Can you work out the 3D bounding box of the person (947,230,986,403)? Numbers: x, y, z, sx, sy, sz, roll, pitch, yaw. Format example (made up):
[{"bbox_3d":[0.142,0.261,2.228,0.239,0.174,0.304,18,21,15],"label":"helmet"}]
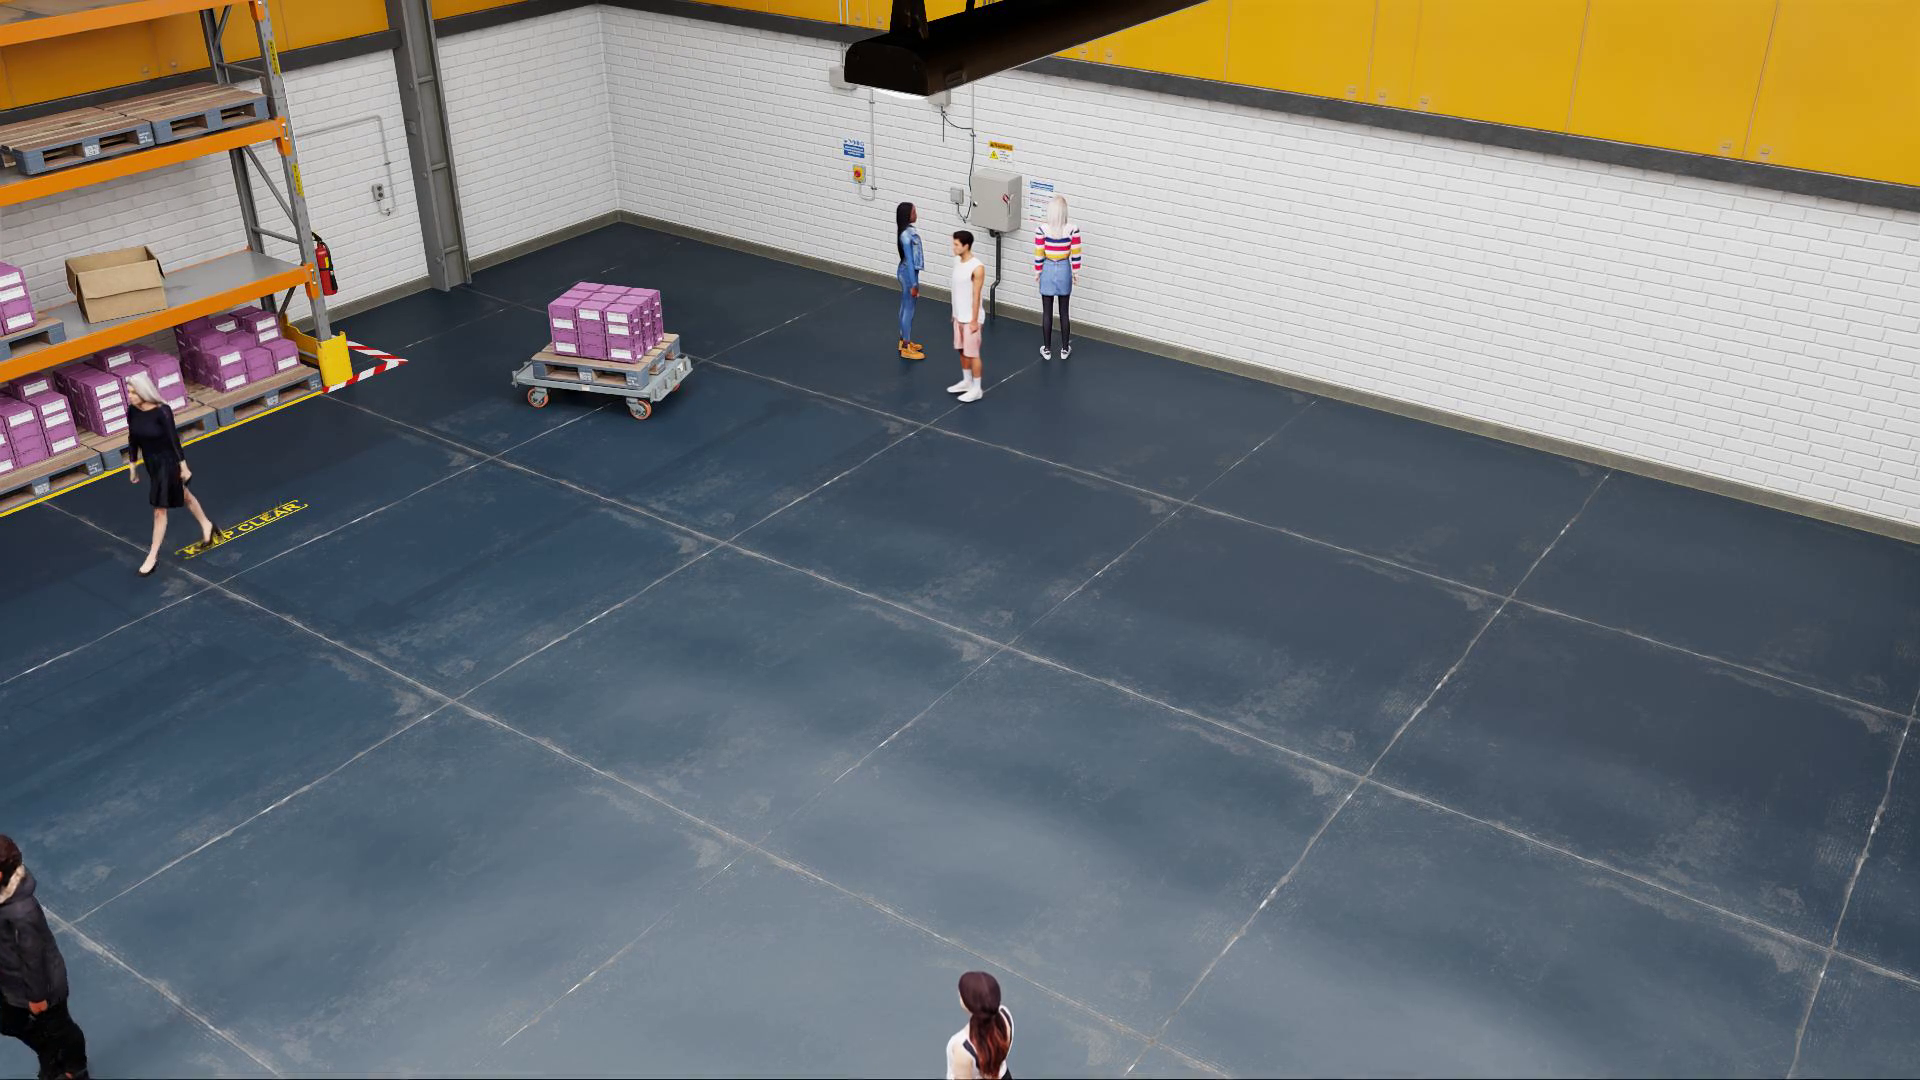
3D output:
[{"bbox_3d":[0.101,-2.299,16.965,0.728,1.780,0.734,-15,32,-26],"label":"person"}]

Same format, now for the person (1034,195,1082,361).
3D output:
[{"bbox_3d":[1.033,-2.837,17.922,0.715,1.808,0.718,0,29,0],"label":"person"}]

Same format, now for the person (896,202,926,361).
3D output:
[{"bbox_3d":[-0.560,-2.824,17.999,0.732,1.713,0.653,-2,29,-4],"label":"person"}]

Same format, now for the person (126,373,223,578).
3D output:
[{"bbox_3d":[-6.609,-0.607,13.943,0.834,1.704,1.247,10,30,17],"label":"person"}]

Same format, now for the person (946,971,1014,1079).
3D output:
[{"bbox_3d":[0.113,2.706,7.929,0.598,1.647,0.451,19,34,31],"label":"person"}]

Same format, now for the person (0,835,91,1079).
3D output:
[{"bbox_3d":[-4.804,2.213,8.703,0.629,1.771,0.554,18,33,30],"label":"person"}]
